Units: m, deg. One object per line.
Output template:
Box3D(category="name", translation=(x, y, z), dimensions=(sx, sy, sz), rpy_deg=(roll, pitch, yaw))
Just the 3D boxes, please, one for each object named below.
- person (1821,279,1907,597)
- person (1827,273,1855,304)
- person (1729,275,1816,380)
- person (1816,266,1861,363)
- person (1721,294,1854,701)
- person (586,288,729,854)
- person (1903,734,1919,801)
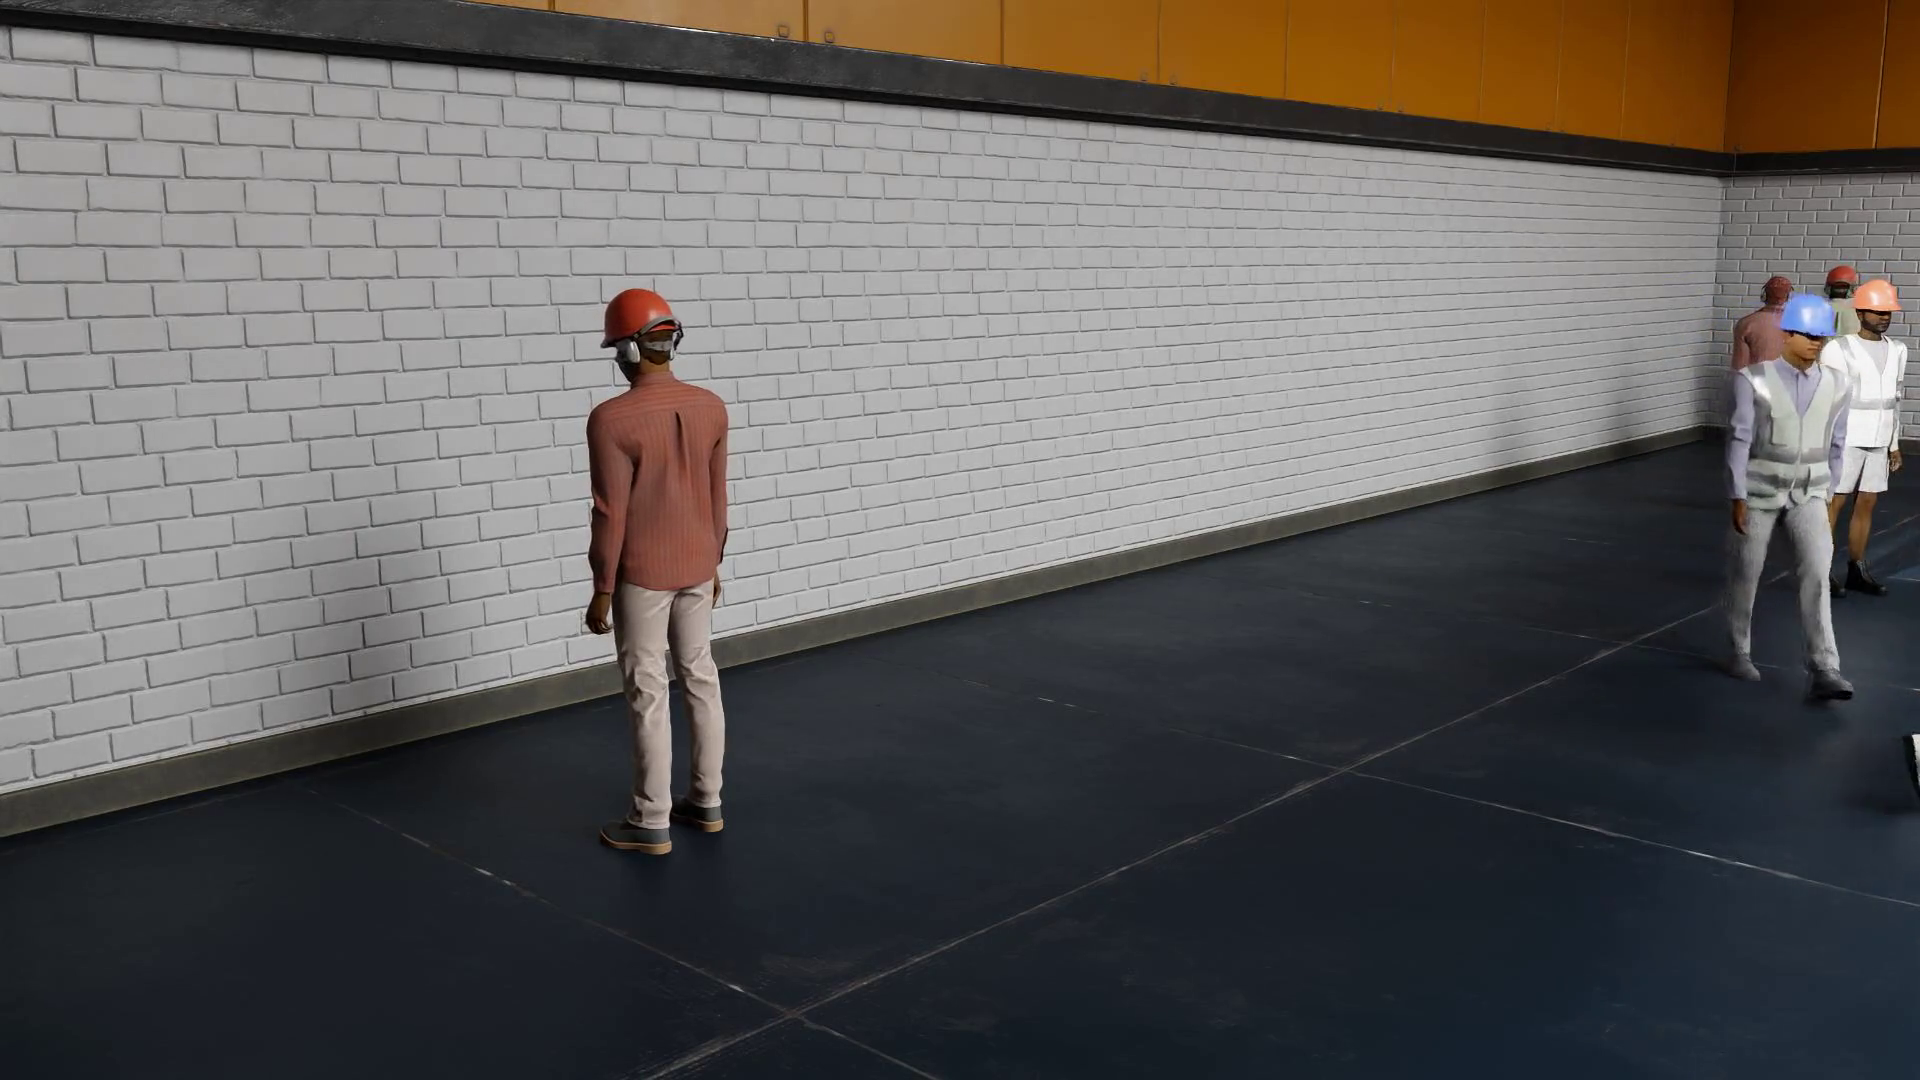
Box3D(category="person", translation=(5.511, -0.612, 10.157), dimensions=(0.548, 1.938, 0.358), rpy_deg=(-2, 10, -11))
Box3D(category="person", translation=(8.899, -1.802, 16.947), dimensions=(0.552, 1.930, 0.373), rpy_deg=(4, 11, 22))
Box3D(category="person", translation=(6.493, -1.155, 13.338), dimensions=(0.637, 1.911, 0.403), rpy_deg=(2, 10, 13))
Box3D(category="person", translation=(7.969, -1.509, 15.220), dimensions=(0.647, 1.946, 0.962), rpy_deg=(3, 10, 17))
Box3D(category="person", translation=(3.933, -0.195, 7.878), dimensions=(0.614, 1.902, 0.957), rpy_deg=(1, 10, 4))
Box3D(category="person", translation=(-1.075, 0.113, 5.891), dimensions=(0.388, 1.987, 0.608), rpy_deg=(8, 12, 37))
Box3D(category="person", translation=(3.979, 0.129, 6.143), dimensions=(0.786, 1.873, 0.681), rpy_deg=(2, 10, 14))
